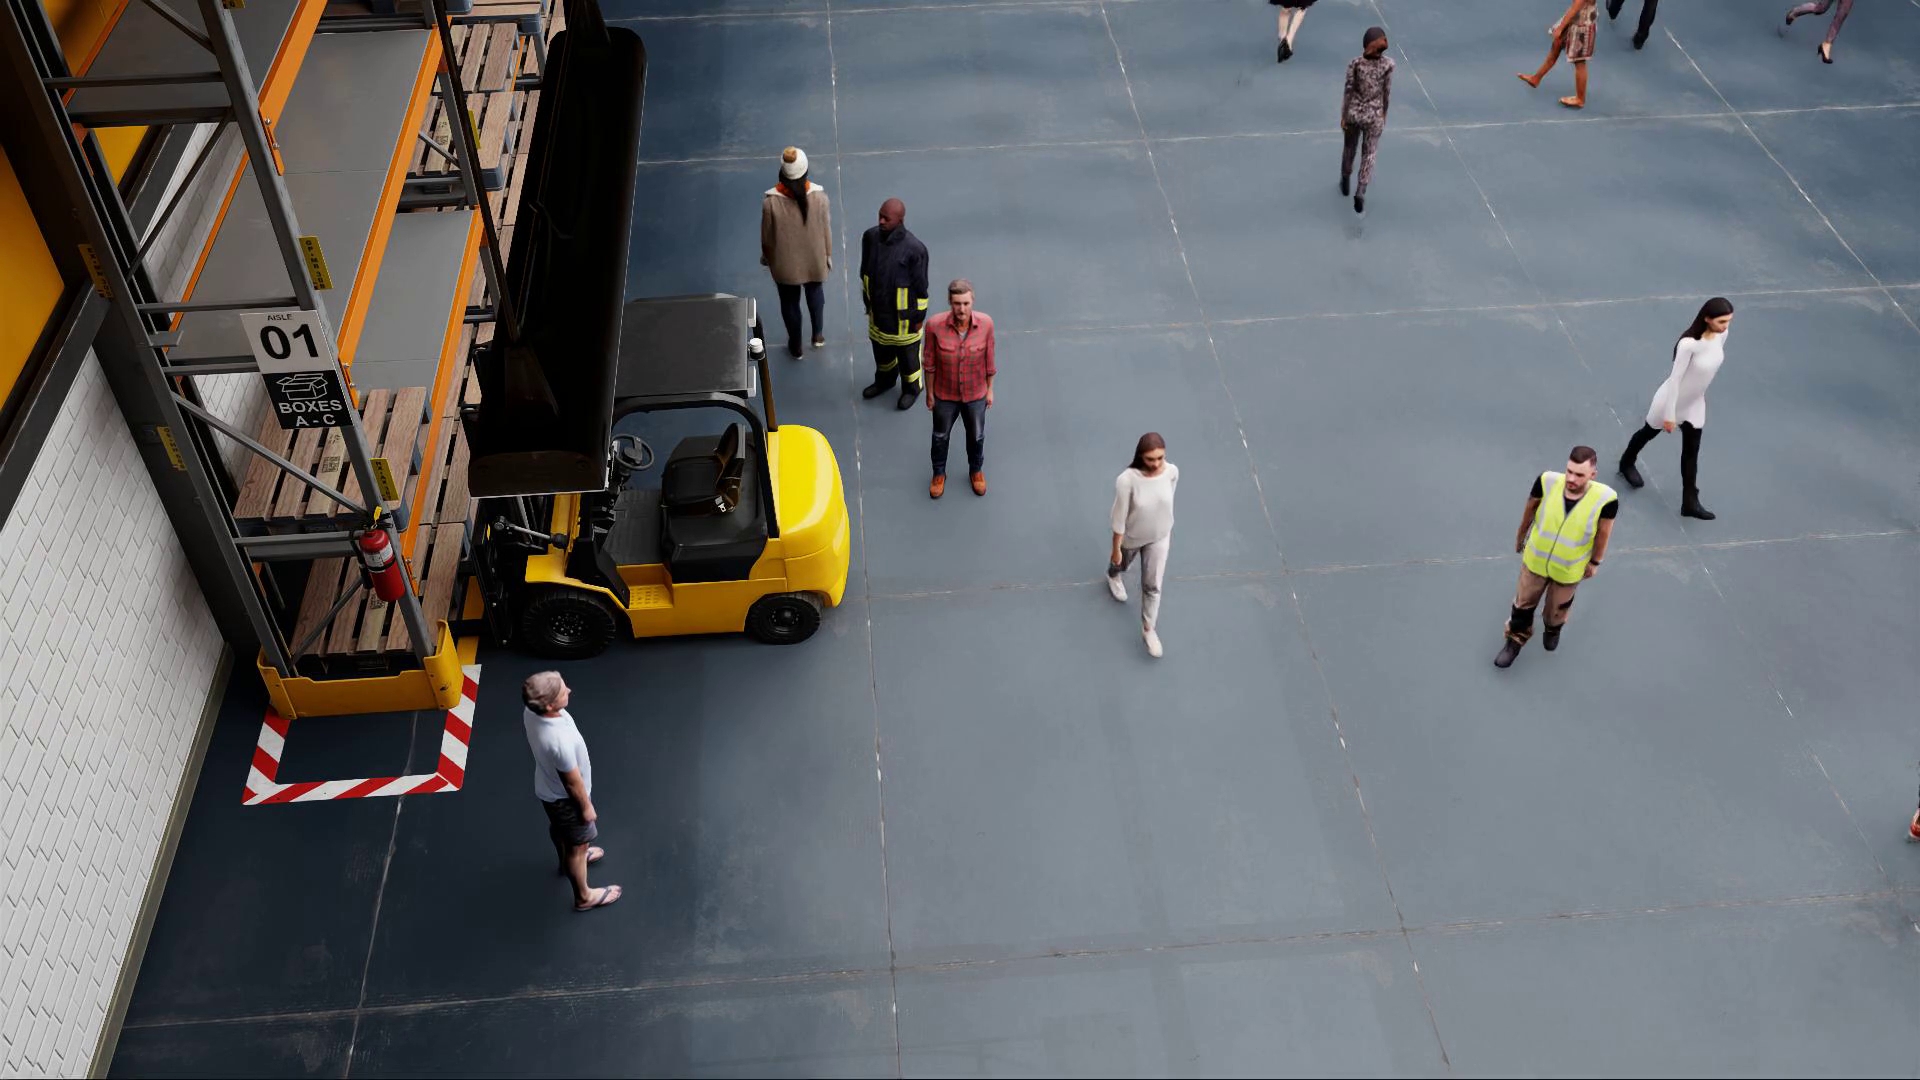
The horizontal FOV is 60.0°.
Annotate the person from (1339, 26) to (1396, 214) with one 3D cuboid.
[{"bbox_3d":[3.603,-3.716,14.797,0.739,1.694,1.045,6,44,6],"label":"person"}]

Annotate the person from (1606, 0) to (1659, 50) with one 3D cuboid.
[{"bbox_3d":[7.111,-5.949,17.063,0.904,1.802,1.226,5,44,5],"label":"person"}]

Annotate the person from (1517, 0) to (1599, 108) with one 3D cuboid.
[{"bbox_3d":[6.113,-4.968,16.168,1.040,1.617,1.033,22,48,22],"label":"person"}]

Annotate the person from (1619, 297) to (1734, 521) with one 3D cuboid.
[{"bbox_3d":[5.097,-1.038,11.934,0.874,1.766,1.170,-17,46,-18],"label":"person"}]

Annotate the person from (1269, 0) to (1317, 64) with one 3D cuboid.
[{"bbox_3d":[3.325,-5.643,16.790,0.763,1.735,0.823,31,52,28],"label":"person"}]

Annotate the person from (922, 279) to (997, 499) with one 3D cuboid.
[{"bbox_3d":[-0.006,-1.098,11.948,0.678,1.835,0.531,-4,44,-4],"label":"person"}]

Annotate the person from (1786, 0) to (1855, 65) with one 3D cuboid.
[{"bbox_3d":[8.927,-5.734,16.951,0.771,1.645,1.027,-15,46,-15],"label":"person"}]

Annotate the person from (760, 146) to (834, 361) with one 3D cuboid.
[{"bbox_3d":[-1.263,-2.202,13.069,0.771,1.886,0.737,-11,45,-11],"label":"person"}]

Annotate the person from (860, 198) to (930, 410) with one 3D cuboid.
[{"bbox_3d":[-0.496,-1.837,12.732,0.861,1.821,0.892,24,48,23],"label":"person"}]

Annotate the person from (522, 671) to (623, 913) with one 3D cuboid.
[{"bbox_3d":[-2.239,1.390,9.340,0.767,1.828,0.620,-20,47,-20],"label":"person"}]

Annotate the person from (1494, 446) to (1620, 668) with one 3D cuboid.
[{"bbox_3d":[3.860,0.081,10.713,0.915,1.830,0.977,24,49,23],"label":"person"}]

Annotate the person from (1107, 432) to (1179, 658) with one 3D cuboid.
[{"bbox_3d":[1.163,-0.092,11.022,0.745,1.653,1.113,-11,45,-11],"label":"person"}]
